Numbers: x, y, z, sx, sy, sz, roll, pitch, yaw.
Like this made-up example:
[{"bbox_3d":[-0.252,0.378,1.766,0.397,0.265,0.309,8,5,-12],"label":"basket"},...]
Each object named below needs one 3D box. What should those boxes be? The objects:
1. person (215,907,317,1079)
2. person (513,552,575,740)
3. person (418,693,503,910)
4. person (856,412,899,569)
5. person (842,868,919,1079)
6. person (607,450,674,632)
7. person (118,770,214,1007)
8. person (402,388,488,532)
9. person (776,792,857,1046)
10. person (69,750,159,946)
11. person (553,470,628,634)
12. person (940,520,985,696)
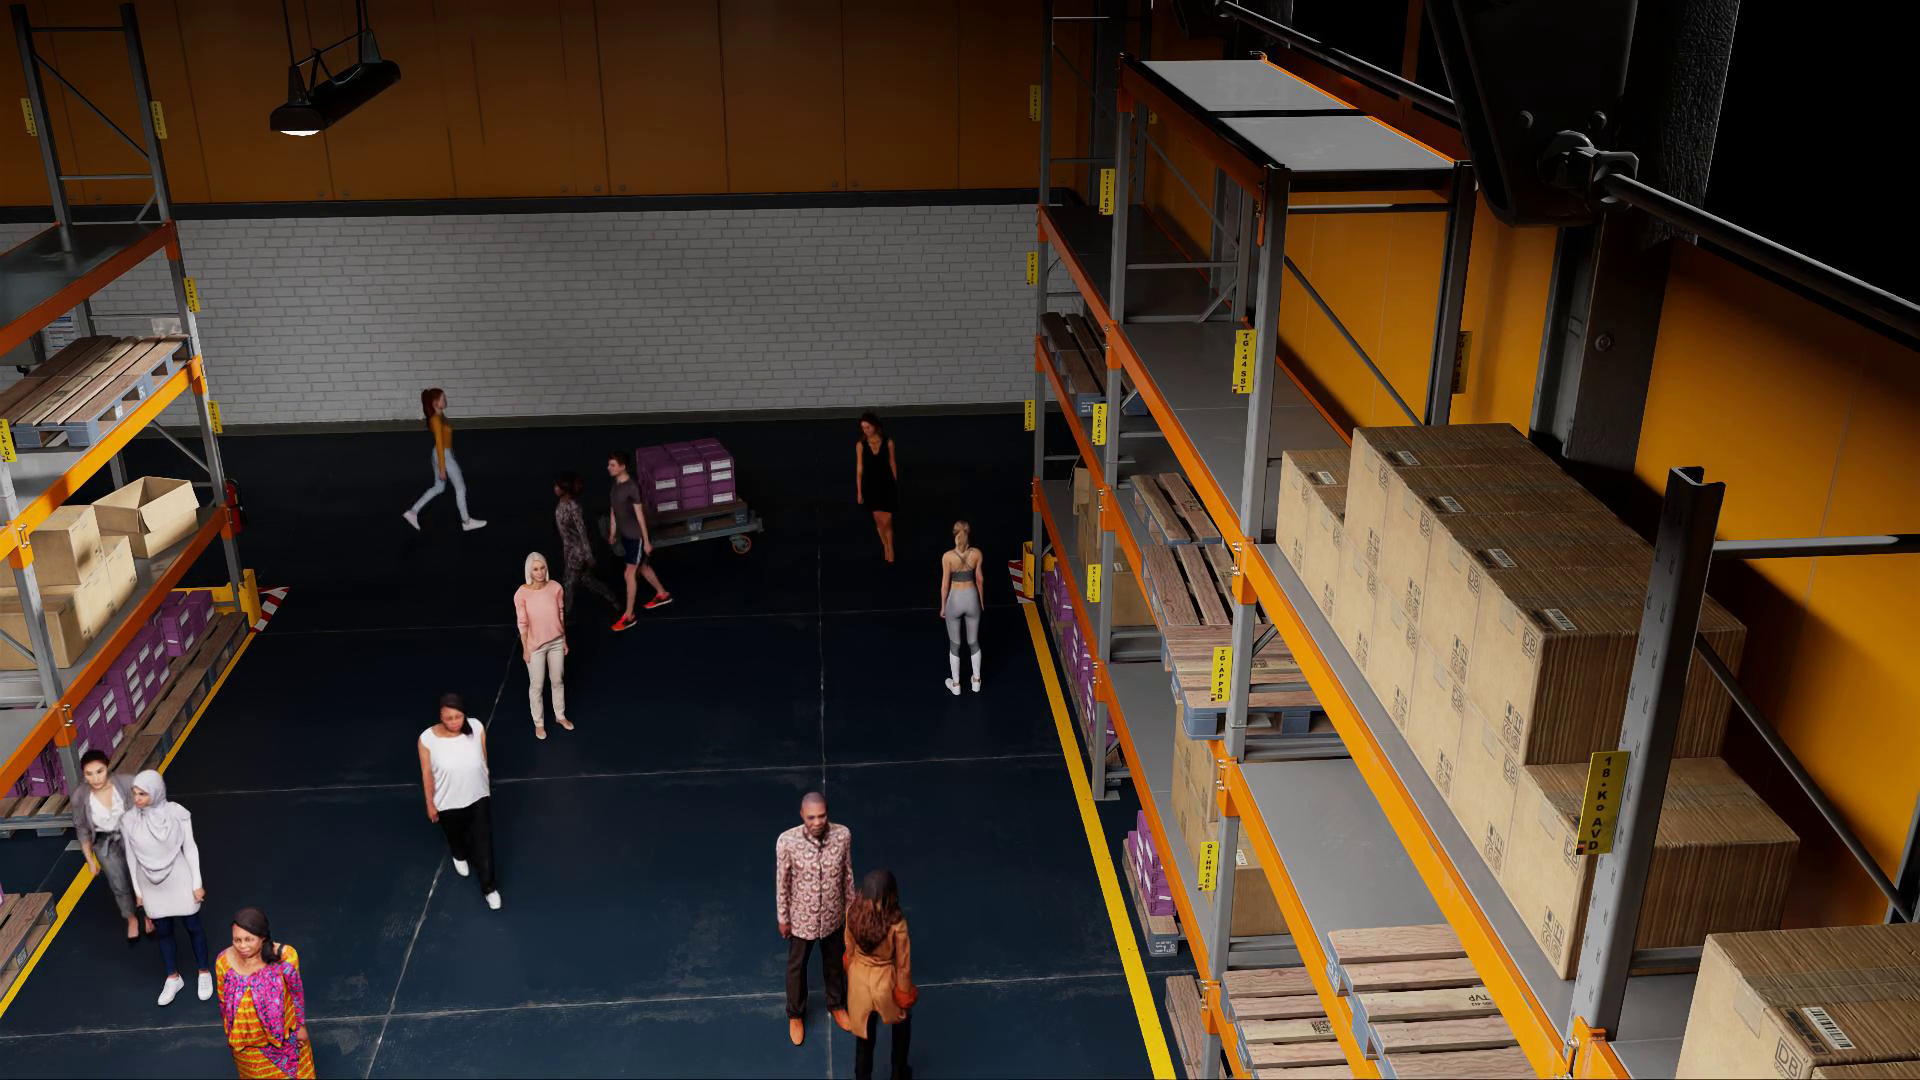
[{"bbox_3d":[-4.164,2.913,9.991,0.662,1.686,0.672,-4,24,-10],"label":"person"},{"bbox_3d":[-3.643,0.894,14.562,0.683,1.725,0.695,-16,28,-33],"label":"person"},{"bbox_3d":[-3.741,1.876,12.418,0.943,1.642,1.195,-12,26,-25],"label":"person"},{"bbox_3d":[-0.829,-0.519,17.702,0.636,1.799,0.722,-2,24,-5],"label":"person"},{"bbox_3d":[-0.545,2.817,10.190,0.858,1.702,0.875,7,24,15],"label":"person"},{"bbox_3d":[-3.217,-0.058,16.621,1.085,1.819,1.094,-16,28,-33],"label":"person"},{"bbox_3d":[-5.346,2.320,11.235,0.618,1.776,0.546,-4,24,-8],"label":"person"},{"bbox_3d":[-5.856,-0.861,18.573,0.869,1.727,1.132,-9,25,-19],"label":"person"},{"bbox_3d":[-0.948,2.437,10.929,0.743,1.808,0.682,-8,25,-18],"label":"person"},{"bbox_3d":[-5.921,2.161,11.758,0.738,1.649,0.757,-9,25,-20],"label":"person"},{"bbox_3d":[-3.668,0.120,16.389,0.863,1.680,1.049,-13,27,-26],"label":"person"},{"bbox_3d":[0.023,0.606,15.250,0.597,1.702,0.554,-6,24,-13],"label":"person"}]
